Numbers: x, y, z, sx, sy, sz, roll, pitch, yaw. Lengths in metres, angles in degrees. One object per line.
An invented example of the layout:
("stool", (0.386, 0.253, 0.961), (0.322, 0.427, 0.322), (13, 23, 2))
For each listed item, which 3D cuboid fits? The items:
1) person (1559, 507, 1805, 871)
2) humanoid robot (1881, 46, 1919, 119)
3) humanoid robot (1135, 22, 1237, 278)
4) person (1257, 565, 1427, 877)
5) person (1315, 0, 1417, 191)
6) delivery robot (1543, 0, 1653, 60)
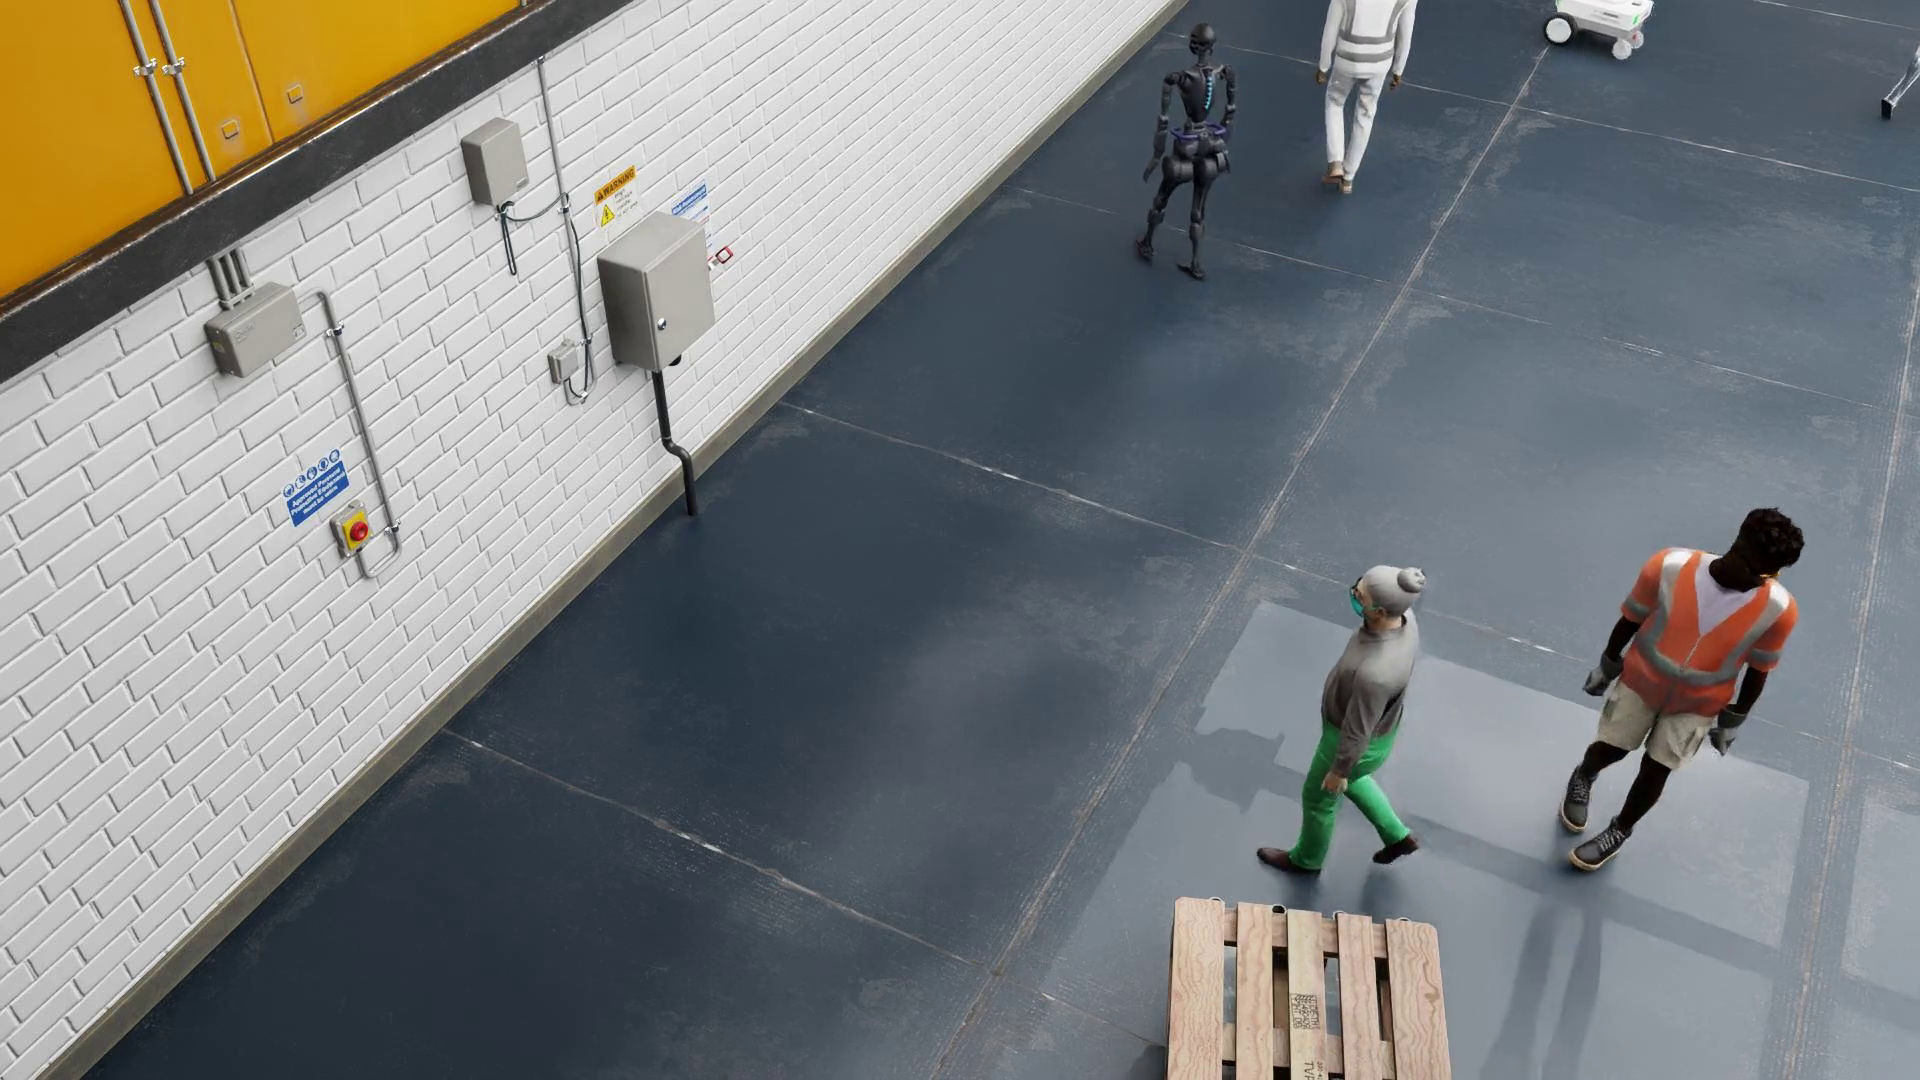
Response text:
("person", (2.912, 0.644, 6.832), (0.657, 1.936, 0.497), (21, 45, 23))
("humanoid robot", (7.405, -3.867, 12.223), (0.989, 1.764, 0.549), (-10, 42, -11))
("humanoid robot", (1.469, -2.525, 10.698), (0.599, 1.633, 0.609), (-13, 43, -15))
("person", (1.635, 0.766, 6.755), (0.570, 1.821, 0.538), (17, 44, 18))
("person", (2.755, -3.274, 11.406), (0.607, 1.872, 0.421), (5, 41, 6))
("delivery robot", (5.226, -4.301, 13.614), (0.805, 0.606, 0.499), (27, 48, 28))
